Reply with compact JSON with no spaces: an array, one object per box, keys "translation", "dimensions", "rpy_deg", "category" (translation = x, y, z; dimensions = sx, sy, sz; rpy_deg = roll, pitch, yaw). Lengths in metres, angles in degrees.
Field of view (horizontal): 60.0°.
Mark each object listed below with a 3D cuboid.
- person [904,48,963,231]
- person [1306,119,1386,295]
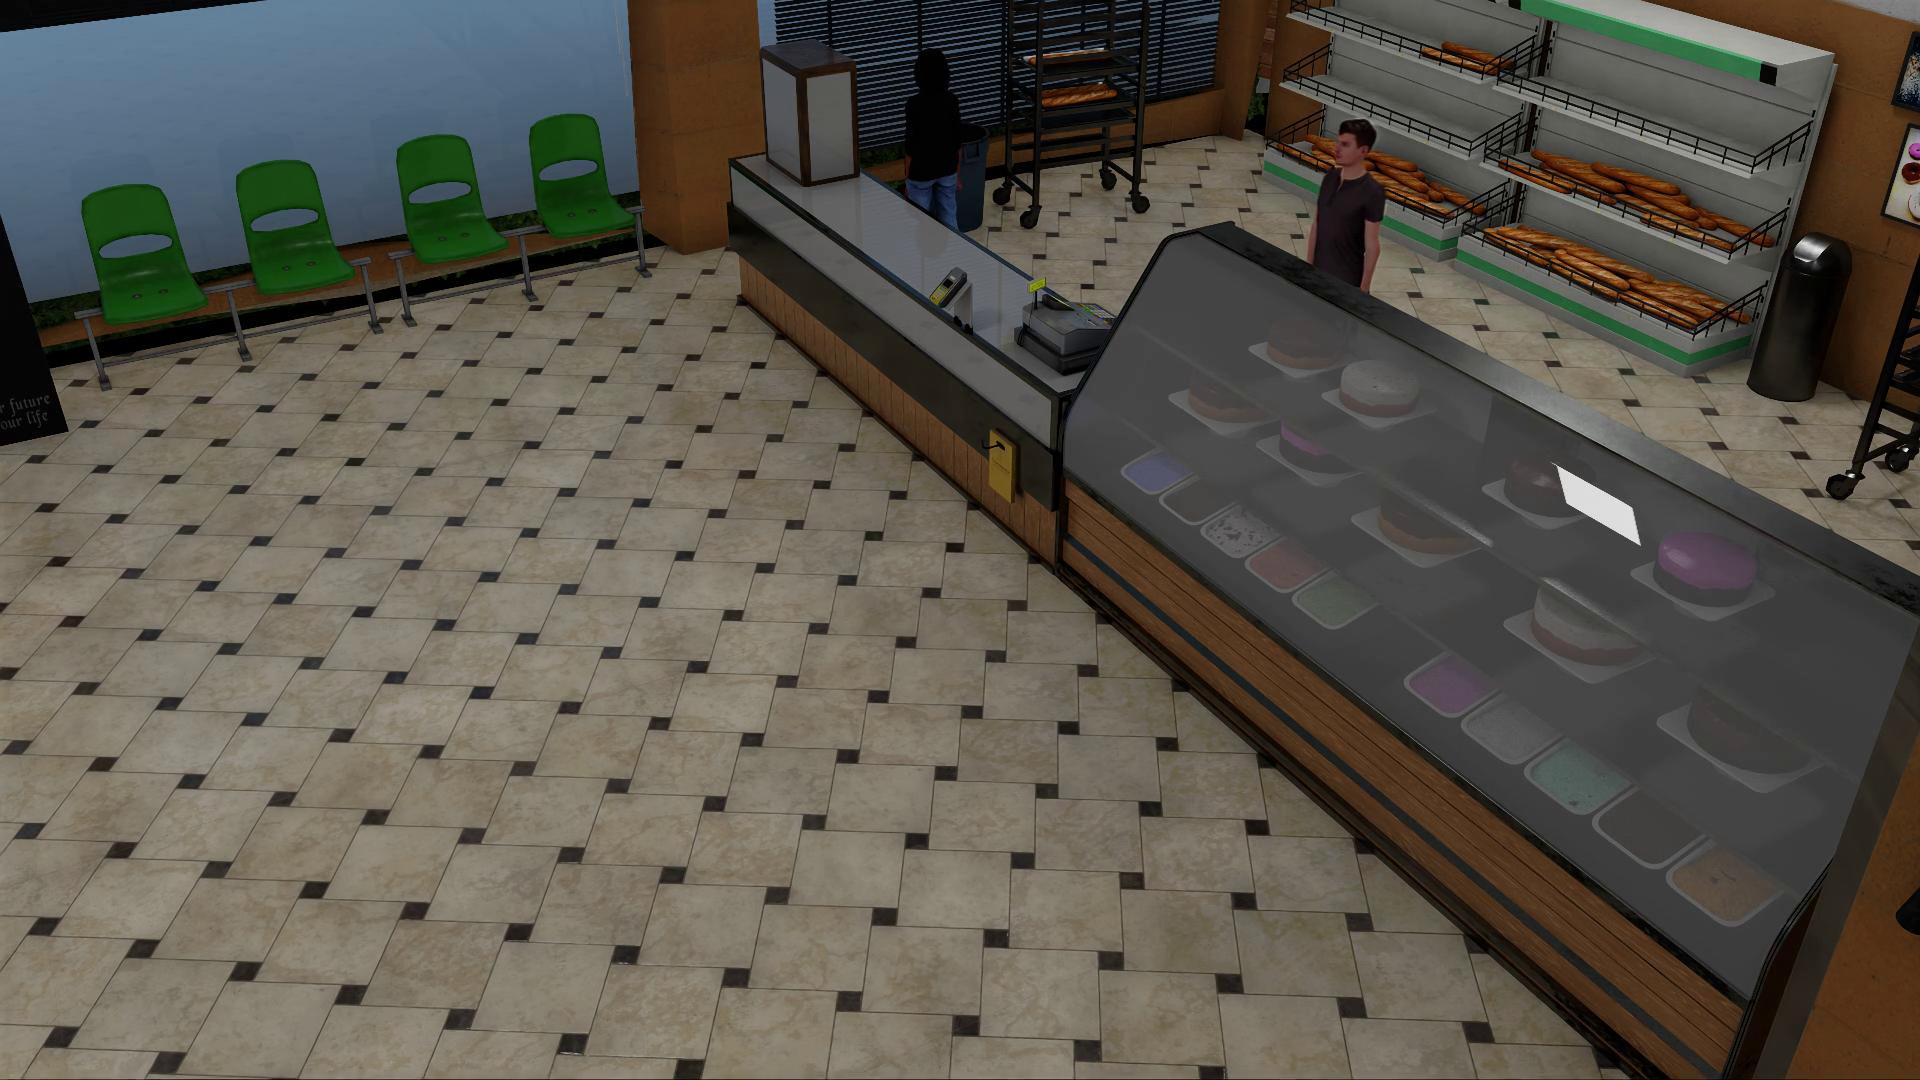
[{"translation":[-0.183,-2.397,10.986],"dimensions":[0.512,1.702,0.654],"rpy_deg":[-12,34,-18],"category":"person"},{"translation":[2.133,-1.450,9.324],"dimensions":[0.514,1.851,0.642],"rpy_deg":[-17,36,-25],"category":"person"}]
